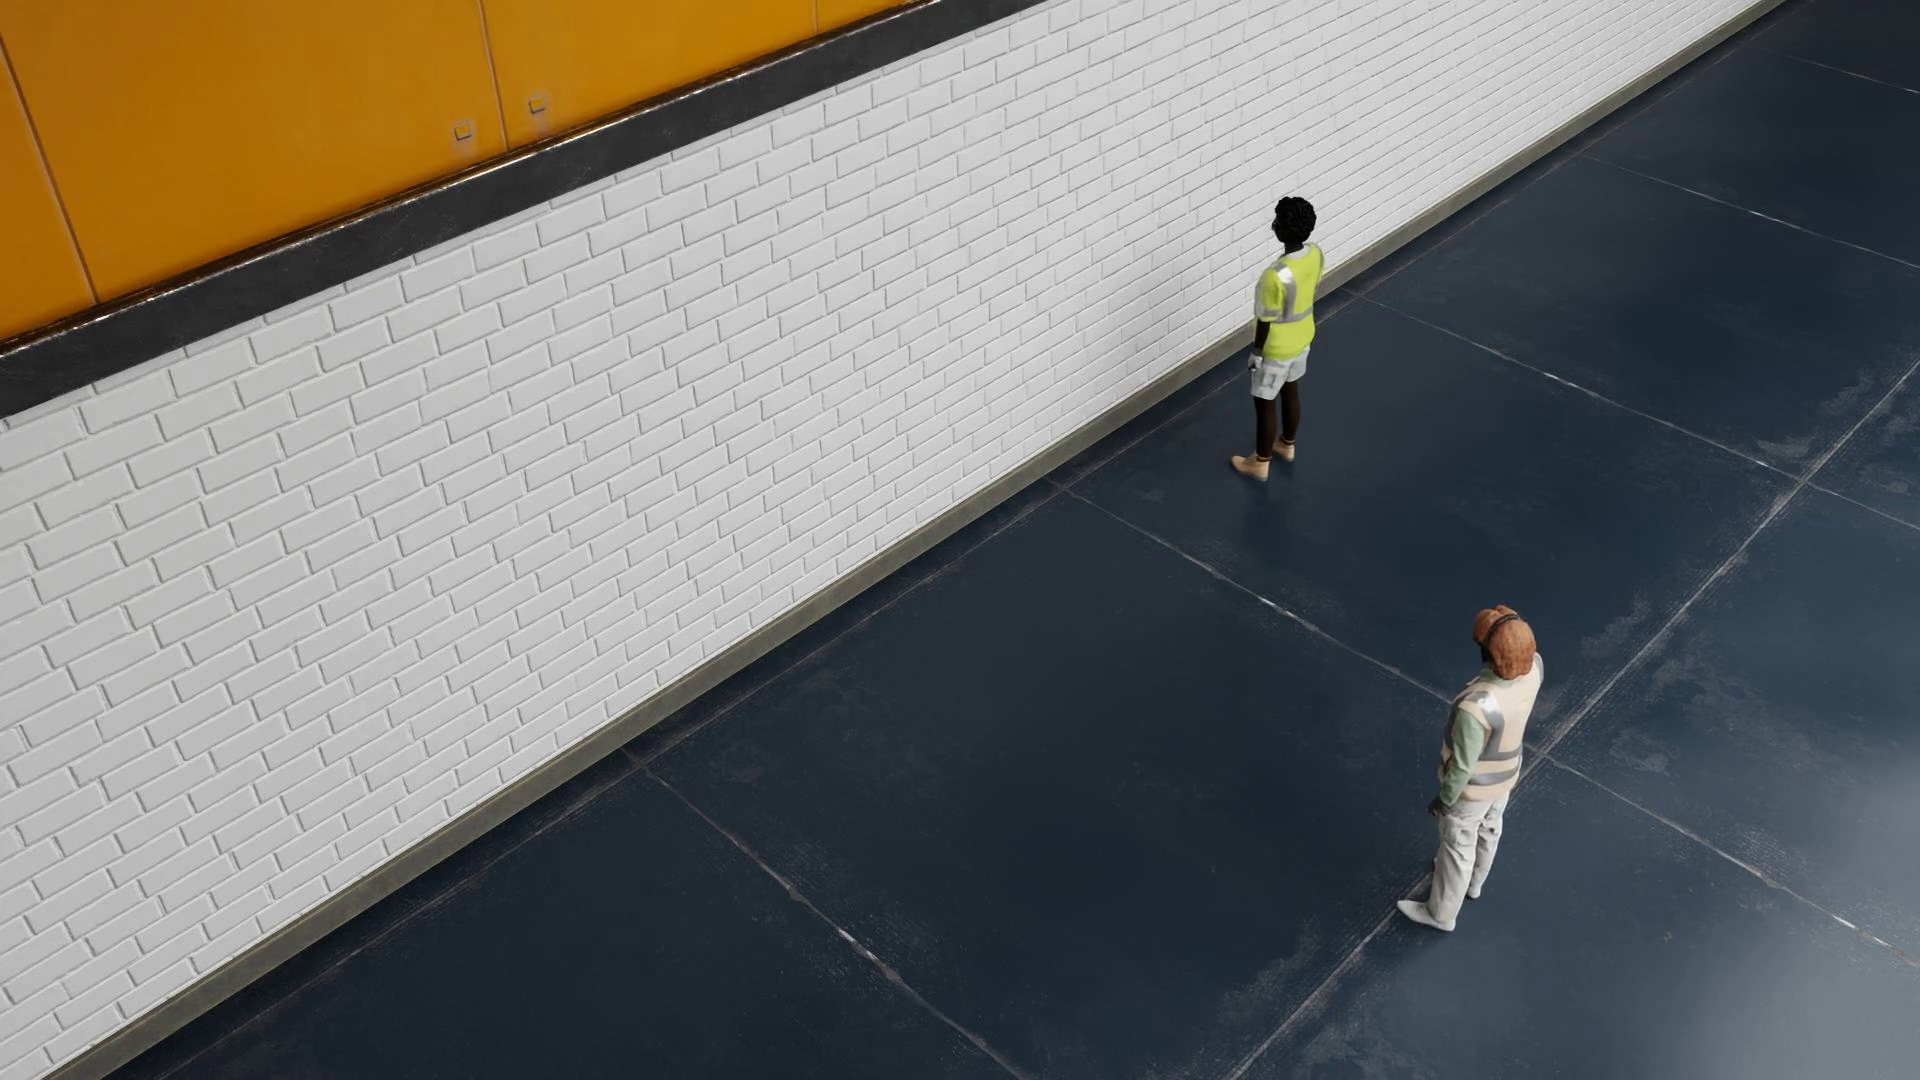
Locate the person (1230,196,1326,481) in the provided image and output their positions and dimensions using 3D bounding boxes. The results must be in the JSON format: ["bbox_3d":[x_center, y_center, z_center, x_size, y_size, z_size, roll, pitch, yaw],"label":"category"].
[{"bbox_3d":[1.766,-1.102,9.160,0.321,1.690,0.530,27,46,29],"label":"person"}]

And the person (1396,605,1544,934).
[{"bbox_3d":[2.062,0.938,6.650,0.513,1.636,0.314,-32,48,-33],"label":"person"}]
